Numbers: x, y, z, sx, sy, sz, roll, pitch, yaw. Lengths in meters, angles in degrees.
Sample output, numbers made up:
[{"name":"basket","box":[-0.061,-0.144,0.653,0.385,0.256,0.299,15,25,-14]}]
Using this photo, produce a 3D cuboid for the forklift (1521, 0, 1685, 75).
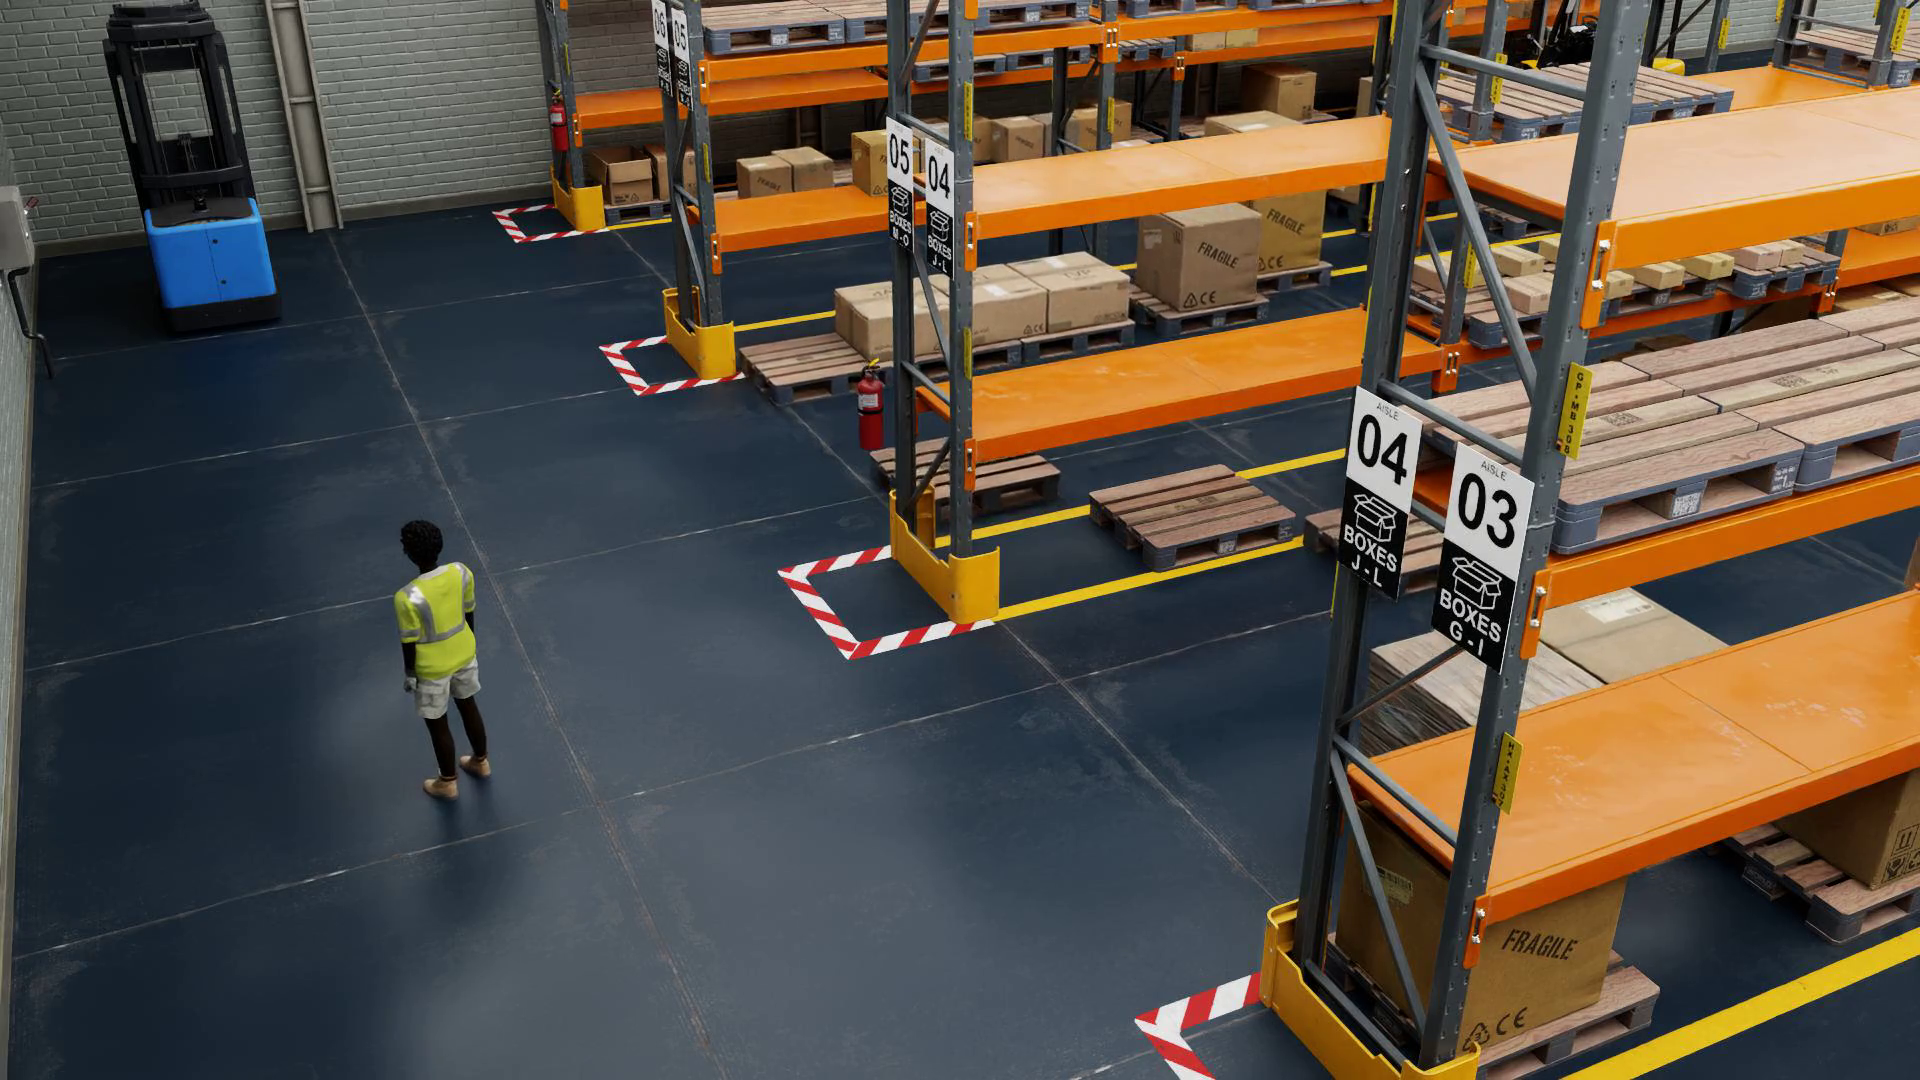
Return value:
[{"name":"forklift","box":[8.950,-6.807,23.056,1.214,2.155,2.313,-12,30,-22]}]

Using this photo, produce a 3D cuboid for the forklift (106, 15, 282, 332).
[{"name":"forklift","box":[-7.548,-3.672,16.323,1.129,2.768,1.873,-12,30,-22]}]

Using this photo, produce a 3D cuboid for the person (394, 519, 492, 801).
[{"name":"person","box":[-2.887,0.665,9.287,0.319,1.687,0.537,14,31,26]}]
